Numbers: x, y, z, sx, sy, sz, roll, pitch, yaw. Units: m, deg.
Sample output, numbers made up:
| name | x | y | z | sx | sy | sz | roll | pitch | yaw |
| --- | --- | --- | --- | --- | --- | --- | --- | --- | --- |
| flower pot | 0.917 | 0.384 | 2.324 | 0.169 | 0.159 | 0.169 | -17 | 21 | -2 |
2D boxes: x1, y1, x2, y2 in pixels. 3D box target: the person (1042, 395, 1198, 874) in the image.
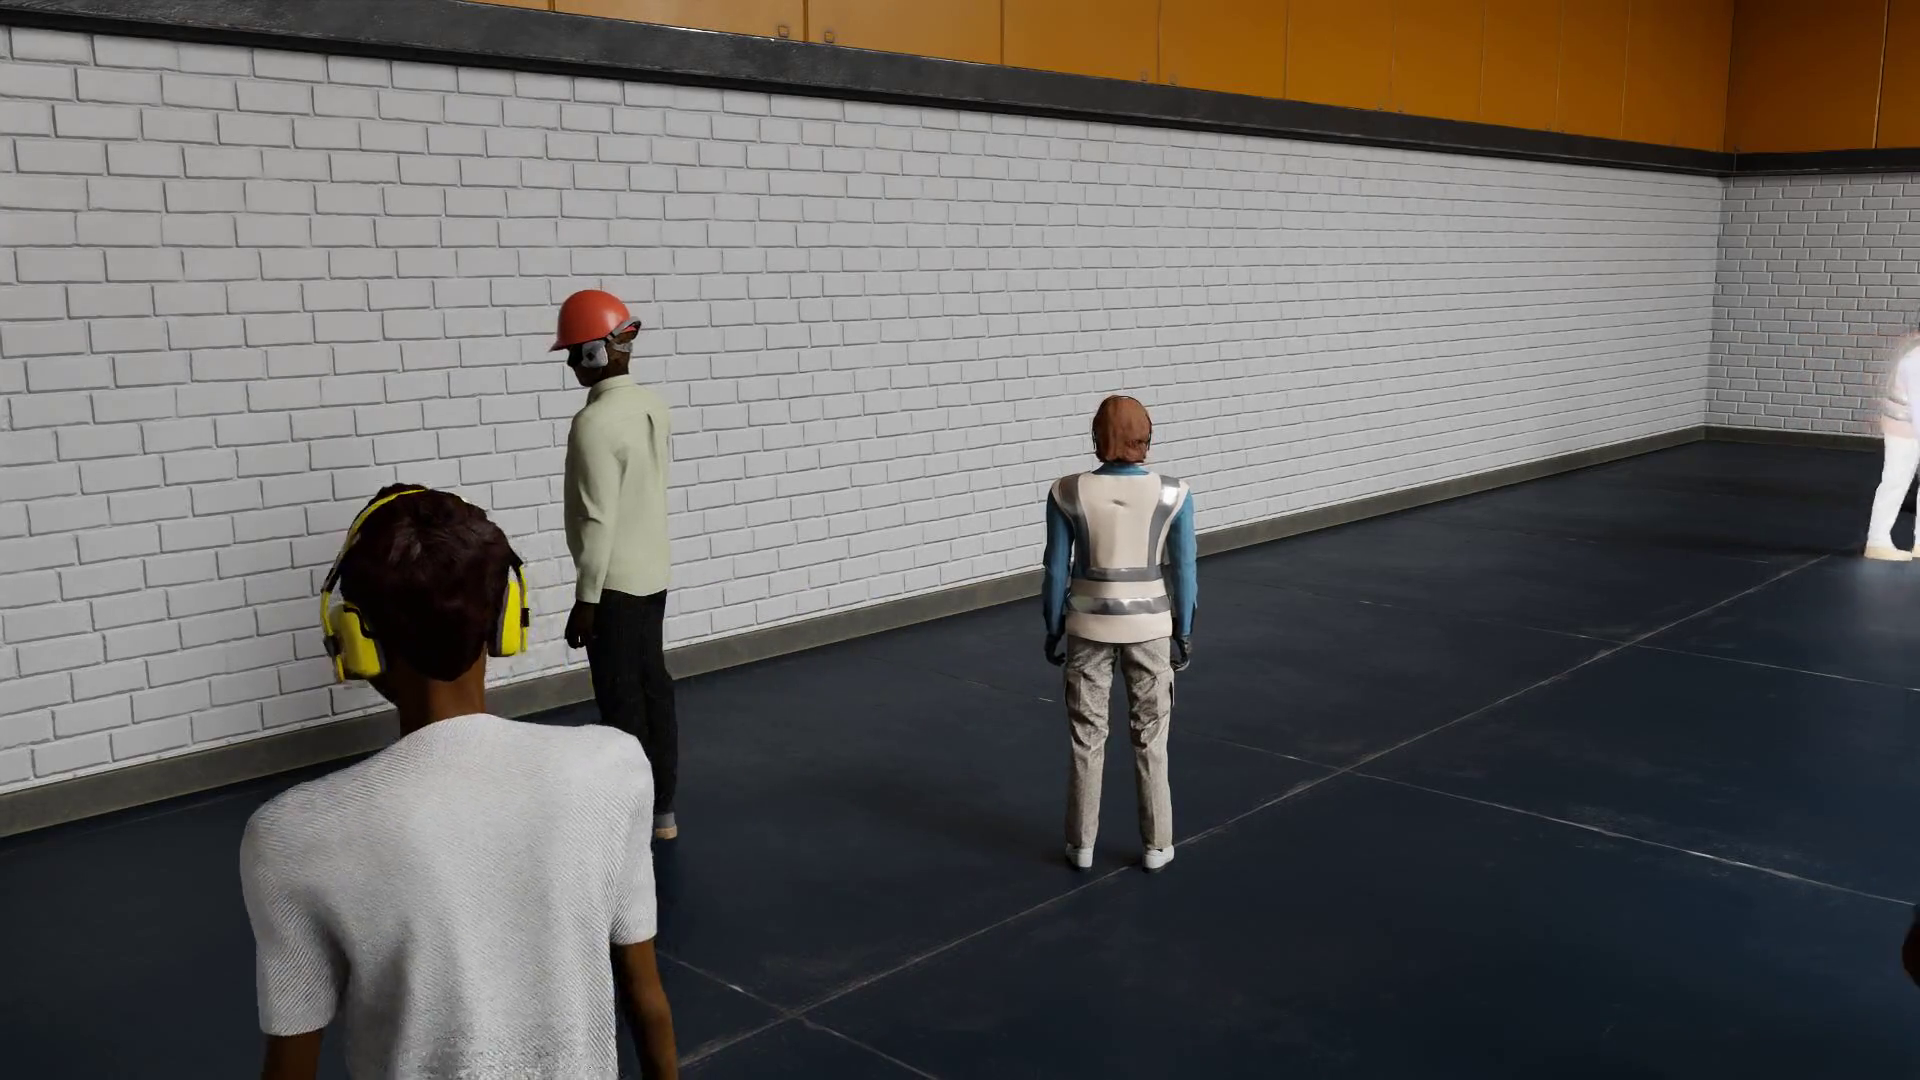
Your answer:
| name | x | y | z | sx | sy | sz | roll | pitch | yaw |
| --- | --- | --- | --- | --- | --- | --- | --- | --- | --- |
| person | 0.539 | 0.329 | 5.656 | 0.525 | 1.636 | 0.307 | 1 | 10 | 6 |

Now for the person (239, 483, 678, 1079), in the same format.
| name | x | y | z | sx | sy | sz | roll | pitch | yaw |
| --- | --- | --- | --- | --- | --- | --- | --- | --- | --- |
| person | -0.604 | 0.851 | 2.095 | 0.553 | 1.845 | 0.427 | -7 | 12 | -35 |

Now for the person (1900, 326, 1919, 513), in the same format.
| name | x | y | z | sx | sy | sz | roll | pitch | yaw |
| --- | --- | --- | --- | --- | --- | --- | --- | --- | --- |
| person | 7.840 | -1.163 | 13.297 | 0.551 | 1.937 | 0.357 | -2 | 10 | -10 |

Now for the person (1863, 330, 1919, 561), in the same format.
| name | x | y | z | sx | sy | sz | roll | pitch | yaw |
| --- | --- | --- | --- | --- | --- | --- | --- | --- | --- |
| person | 6.487 | -0.713 | 11.155 | 0.700 | 1.797 | 0.679 | 8 | 13 | 39 |

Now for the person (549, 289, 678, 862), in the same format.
| name | x | y | z | sx | sy | sz | roll | pitch | yaw |
| --- | --- | --- | --- | --- | --- | --- | --- | --- | --- |
| person | -1.195 | 0.137 | 5.756 | 0.392 | 1.987 | 0.611 | 2 | 10 | 12 |
